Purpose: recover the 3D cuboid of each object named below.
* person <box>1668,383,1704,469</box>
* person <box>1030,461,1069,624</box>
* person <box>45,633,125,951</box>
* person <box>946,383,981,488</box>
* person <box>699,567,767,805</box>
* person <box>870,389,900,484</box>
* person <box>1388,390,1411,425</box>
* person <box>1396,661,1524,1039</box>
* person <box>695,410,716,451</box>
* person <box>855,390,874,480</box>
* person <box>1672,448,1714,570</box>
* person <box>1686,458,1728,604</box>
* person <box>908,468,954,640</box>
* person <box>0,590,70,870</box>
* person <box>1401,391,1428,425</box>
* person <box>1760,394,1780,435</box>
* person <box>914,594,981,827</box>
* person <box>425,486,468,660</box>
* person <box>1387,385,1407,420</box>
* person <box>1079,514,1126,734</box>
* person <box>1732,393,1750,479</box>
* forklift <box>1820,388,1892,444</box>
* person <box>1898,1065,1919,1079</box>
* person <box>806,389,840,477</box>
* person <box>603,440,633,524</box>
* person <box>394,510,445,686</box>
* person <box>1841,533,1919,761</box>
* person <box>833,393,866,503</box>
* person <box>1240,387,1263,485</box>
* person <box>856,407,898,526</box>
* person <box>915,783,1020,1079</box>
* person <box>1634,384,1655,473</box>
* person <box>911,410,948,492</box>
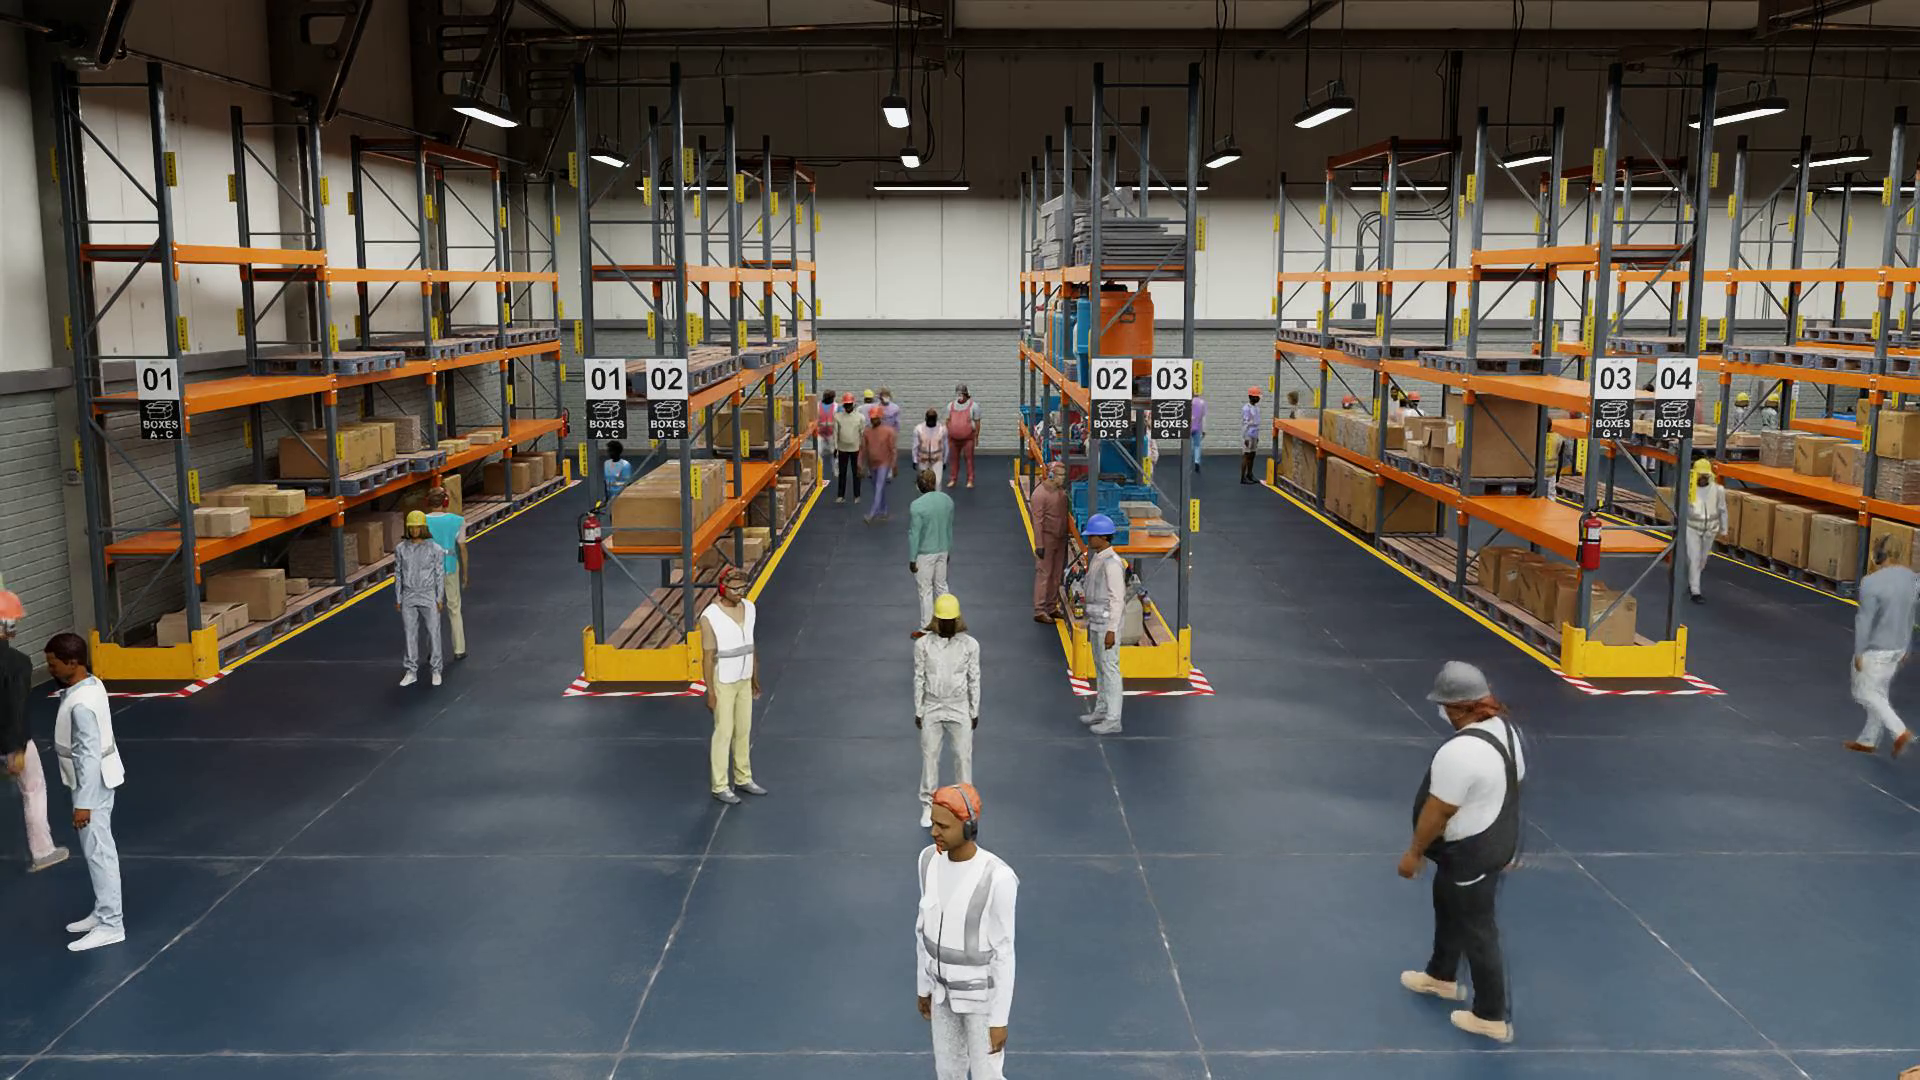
[{"bbox_3d":[15.343,-2.383,35.024,0.910,1.876,0.637,6,11,33],"label":"person"},{"bbox_3d":[1.086,0.023,19.483,0.401,1.894,0.652,6,11,34],"label":"person"},{"bbox_3d":[-5.227,1.487,9.986,0.391,1.914,0.587,-4,10,-26],"label":"person"},{"bbox_3d":[0.034,-2.003,32.030,0.684,2.000,0.535,3,9,19],"label":"person"},{"bbox_3d":[-1.768,1.101,12.742,0.393,1.832,0.574,6,10,32],"label":"person"},{"bbox_3d":[-1.489,-2.069,32.989,0.616,1.891,1.038,-1,9,-9],"label":"person"},{"bbox_3d":[8.485,-1.915,31.890,0.590,1.910,0.420,2,9,11],"label":"person"},{"bbox_3d":[2.610,1.598,8.863,0.819,2.000,0.694,6,11,35],"label":"person"},{"bbox_3d":[-4.759,-1.873,31.699,0.542,1.896,0.992,3,9,17],"label":"person"},{"bbox_3d":[-1.858,-2.136,33.642,0.591,1.799,0.807,-2,9,-11],"label":"person"},{"bbox_3d":[10.136,-0.429,23.022,0.533,1.692,0.320,7,11,37],"label":"person"},{"bbox_3d":[9.274,-0.144,20.865,0.587,1.796,0.901,1,9,6],"label":"person"},{"bbox_3d":[-0.332,0.161,18.477,0.378,1.929,0.635,9,12,44],"label":"person"},{"bbox_3d":[-6.396,1.318,10.959,0.609,1.959,0.927,2,9,12],"label":"person"},{"bbox_3d":[8.494,-1.825,31.253,0.544,1.929,0.389,-4,10,-23],"label":"person"},{"bbox_3d":[16.350,-2.090,33.584,0.320,1.731,0.489,0,9,-2],"label":"person"},{"bbox_3d":[-0.096,1.244,12.126,0.486,1.736,0.320,0,9,3],"label":"person"},{"bbox_3d":[-5.455,0.362,17.440,0.564,1.846,0.390,-2,9,-14],"label":"person"},{"bbox_3d":[8.978,-2.266,34.318,0.326,1.861,0.513,-6,11,-35],"label":"person"},{"bbox_3d":[1.261,0.735,14.712,0.406,1.945,0.613,-2,9,-10],"label":"person"},{"bbox_3d":[15.783,-2.105,33.641,0.296,1.743,0.492,2,9,14],"label":"person"},{"bbox_3d":[20.072,-3.110,36.462,1.873,2.768,1.129,0,9,0],"label":"forklift"},{"bbox_3d":[2.957,2.391,5.106,0.287,1.625,0.497,4,10,26],"label":"person"},{"bbox_3d":[-2.788,-2.160,33.785,0.762,1.821,0.496,-2,9,-15],"label":"person"},{"bbox_3d":[-4.986,-0.621,24.275,0.538,1.692,0.320,7,11,36],"label":"person"},{"bbox_3d":[-5.332,0.573,16.408,0.487,1.746,0.290,0,9,-3],"label":"person"},{"bbox_3d":[7.671,0.900,13.750,0.633,1.921,0.676,-4,10,-22],"label":"person"},{"bbox_3d":[-1.986,-1.646,29.875,0.611,1.996,0.387,1,9,9],"label":"person"},{"bbox_3d":[5.750,-2.054,32.723,0.387,1.929,0.545,6,11,34],"label":"person"},{"bbox_3d":[-1.391,-1.223,27.339,0.652,1.935,1.041,5,10,28],"label":"person"},{"bbox_3d":[0.016,1.952,7.123,0.356,1.879,0.576,-8,12,-42],"label":"person"},{"bbox_3d":[14.309,-2.310,34.584,0.513,1.862,0.336,-4,10,-24],"label":"person"},{"bbox_3d":[-0.517,-1.312,28.362,0.617,1.793,0.932,1,9,4],"label":"person"}]
